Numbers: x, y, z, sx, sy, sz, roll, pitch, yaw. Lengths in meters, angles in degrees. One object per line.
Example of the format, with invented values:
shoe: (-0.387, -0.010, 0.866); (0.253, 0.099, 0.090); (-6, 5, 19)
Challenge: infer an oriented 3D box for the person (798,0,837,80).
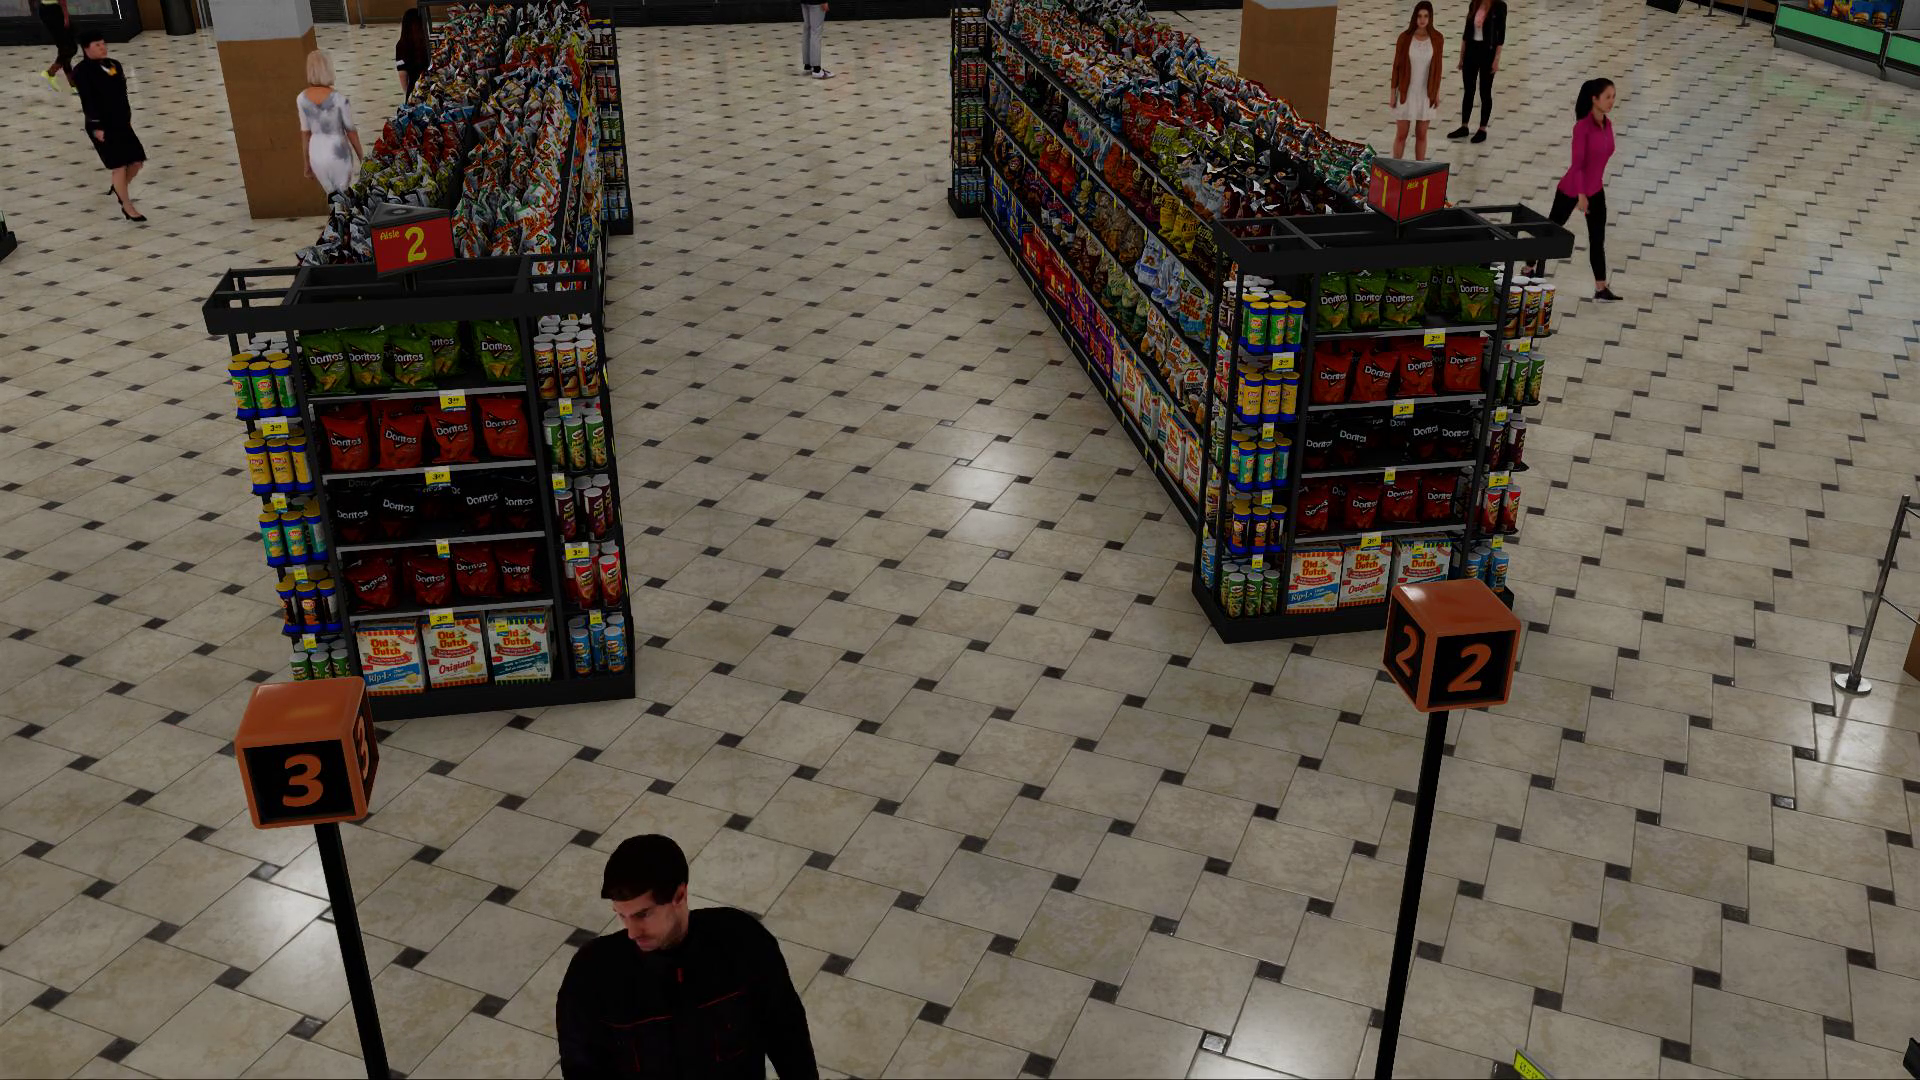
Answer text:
person: (-1.787, -6.612, 20.117); (0.841, 1.959, 0.671); (-15, 30, -27)

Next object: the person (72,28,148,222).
person: (-7.450, -3.599, 14.503); (0.908, 1.663, 0.828); (10, 29, 19)

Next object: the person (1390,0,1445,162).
person: (4.278, -4.200, 15.633); (0.670, 1.712, 0.641); (2, 27, 5)

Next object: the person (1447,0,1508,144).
person: (5.412, -5.011, 17.237); (0.756, 1.708, 0.647); (-22, 34, -36)

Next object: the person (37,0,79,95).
person: (-10.473, -5.981, 19.115); (0.831, 1.738, 0.979); (10, 29, 19)

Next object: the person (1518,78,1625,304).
person: (4.617, -2.635, 12.610); (0.891, 1.655, 1.210); (-16, 31, -29)

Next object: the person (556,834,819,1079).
person: (-0.664, 1.488, 4.298); (0.954, 1.821, 0.674); (-15, 31, -28)

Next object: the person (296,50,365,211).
person: (-4.988, -2.941, 13.146); (0.755, 1.717, 1.056); (2, 27, 3)

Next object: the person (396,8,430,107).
person: (-5.025, -4.151, 15.618); (0.697, 1.639, 0.709); (6, 28, 12)
